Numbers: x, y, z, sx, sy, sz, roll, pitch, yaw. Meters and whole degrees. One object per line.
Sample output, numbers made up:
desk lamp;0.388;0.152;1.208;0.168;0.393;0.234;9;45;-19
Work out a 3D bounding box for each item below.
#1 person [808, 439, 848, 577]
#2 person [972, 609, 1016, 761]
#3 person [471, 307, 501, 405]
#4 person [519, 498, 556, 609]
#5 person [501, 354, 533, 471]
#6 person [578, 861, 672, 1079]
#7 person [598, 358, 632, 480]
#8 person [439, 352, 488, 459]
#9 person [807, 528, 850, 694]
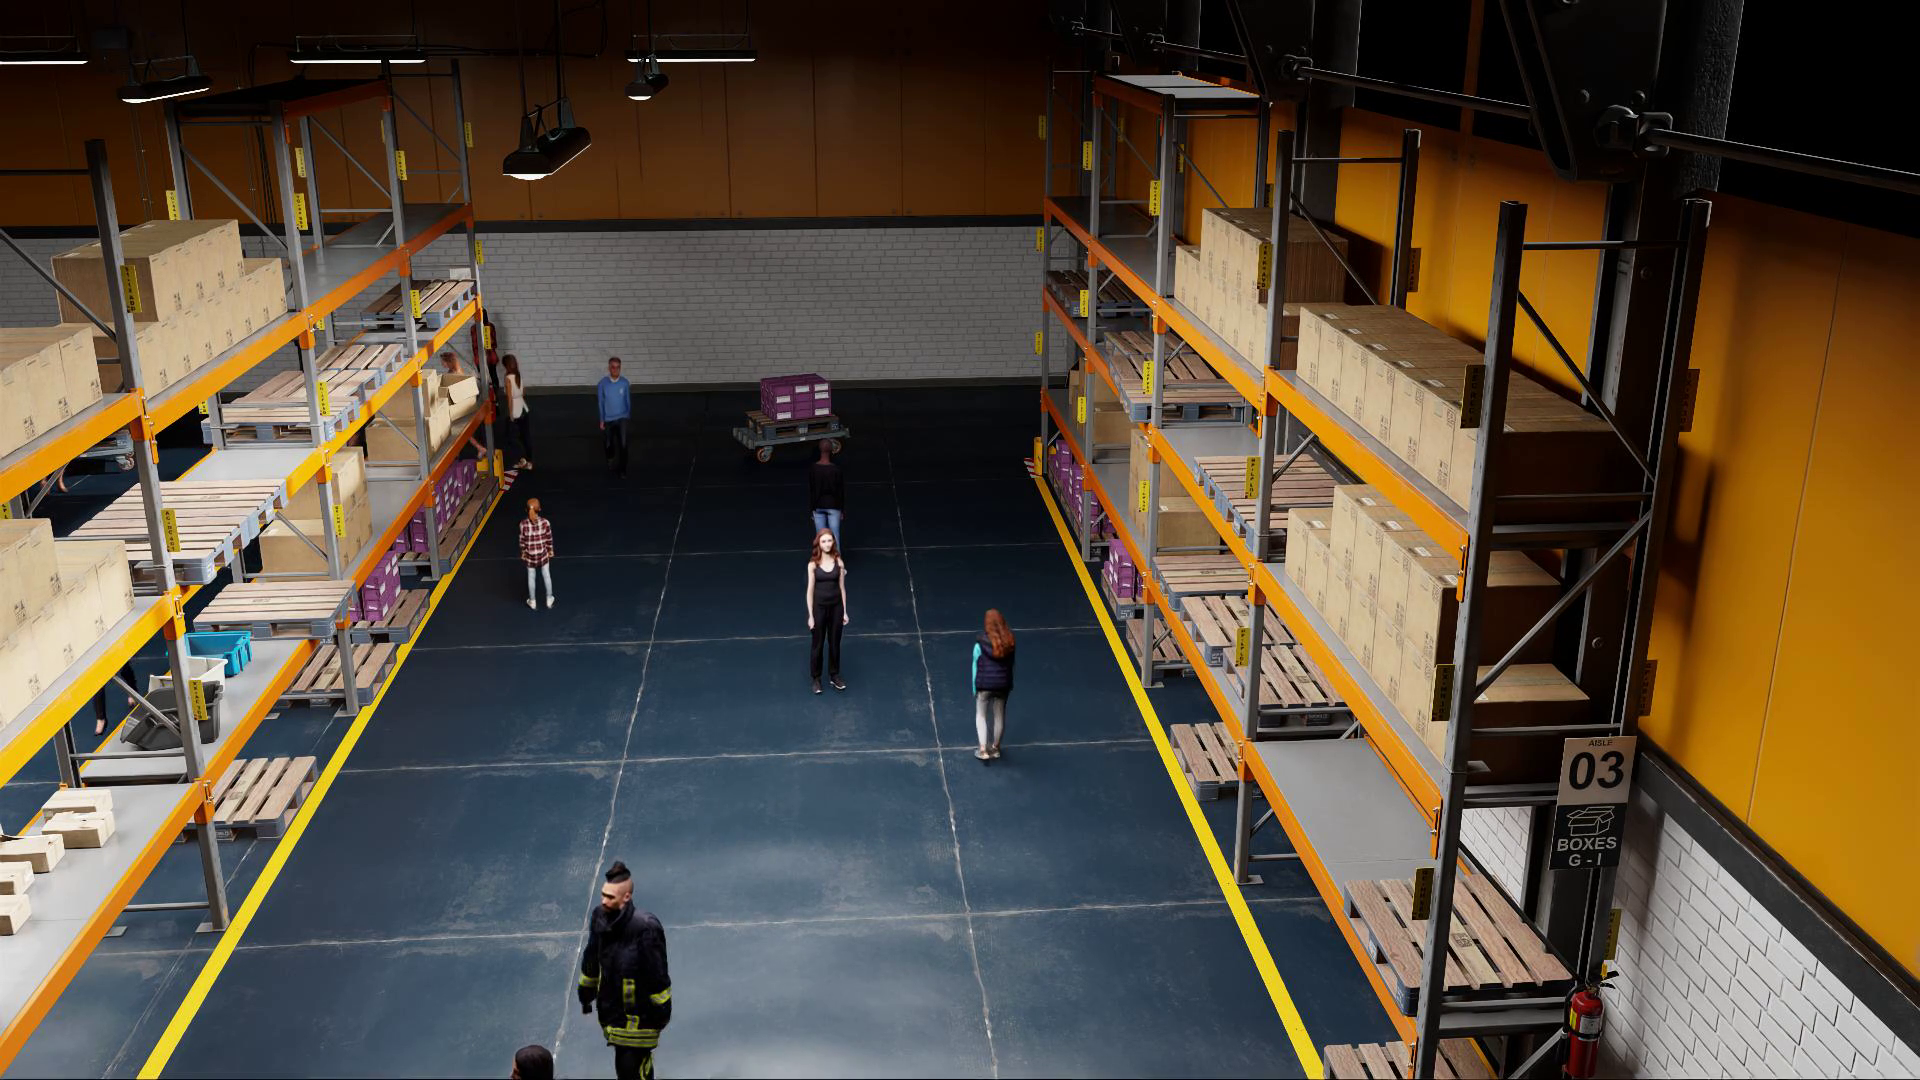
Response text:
person;-1.625;-0.368;20.295;0.654;1.745;0.633;4;19;12
person;0.321;1.367;15.535;0.592;1.496;0.650;-3;19;-9
person;-8.200;-3.188;28.735;0.700;1.704;0.738;-17;25;-40
person;-4.956;0.143;19.475;0.579;1.301;0.557;-7;20;-20
person;-6.521;-1.883;24.747;0.792;1.775;0.677;10;21;28
person;-2.033;2.856;10.556;0.954;1.852;0.997;12;22;32
person;-5.100;-1.819;24.520;0.752;1.799;1.070;-5;19;-16
person;-7.583;-2.012;25.254;0.851;1.696;0.982;5;19;13
person;-1.377;0.705;17.104;0.645;1.748;0.625;-8;20;-22
